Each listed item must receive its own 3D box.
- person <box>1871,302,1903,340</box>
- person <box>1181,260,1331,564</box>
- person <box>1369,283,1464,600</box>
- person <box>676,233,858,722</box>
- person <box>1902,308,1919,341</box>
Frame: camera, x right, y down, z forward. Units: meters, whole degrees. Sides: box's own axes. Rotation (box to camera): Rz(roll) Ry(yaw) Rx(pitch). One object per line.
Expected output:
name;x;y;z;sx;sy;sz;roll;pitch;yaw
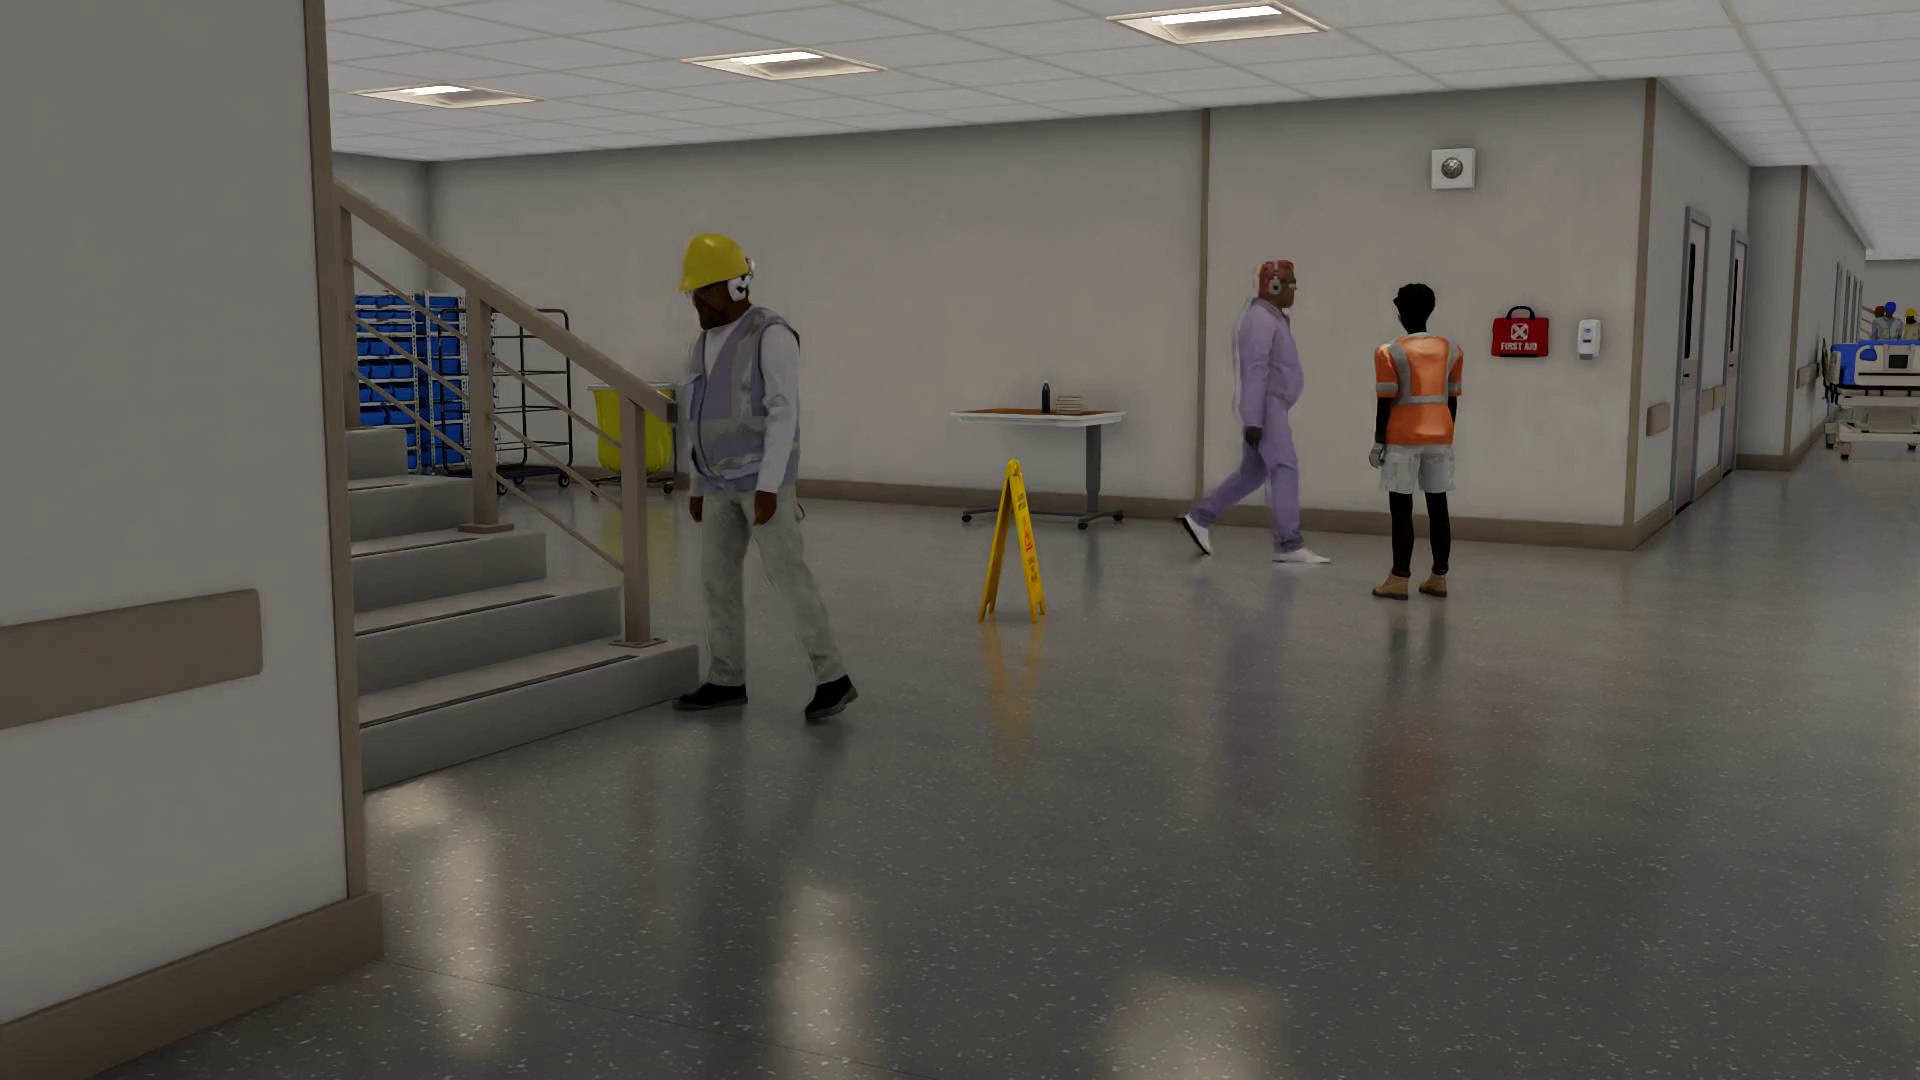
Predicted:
person;19.267;-3.982;34.589;0.605;1.937;0.415;2;8;12
person;1.835;-0.792;10.306;0.891;1.878;0.656;2;8;15
person;2.433;-0.521;8.892;0.533;1.692;0.322;-2;8;-17
person;-0.760;-0.225;6.206;0.543;1.805;0.760;-7;10;-44
person;20.693;-4.134;36.224;0.404;1.823;0.589;-3;8;-22
